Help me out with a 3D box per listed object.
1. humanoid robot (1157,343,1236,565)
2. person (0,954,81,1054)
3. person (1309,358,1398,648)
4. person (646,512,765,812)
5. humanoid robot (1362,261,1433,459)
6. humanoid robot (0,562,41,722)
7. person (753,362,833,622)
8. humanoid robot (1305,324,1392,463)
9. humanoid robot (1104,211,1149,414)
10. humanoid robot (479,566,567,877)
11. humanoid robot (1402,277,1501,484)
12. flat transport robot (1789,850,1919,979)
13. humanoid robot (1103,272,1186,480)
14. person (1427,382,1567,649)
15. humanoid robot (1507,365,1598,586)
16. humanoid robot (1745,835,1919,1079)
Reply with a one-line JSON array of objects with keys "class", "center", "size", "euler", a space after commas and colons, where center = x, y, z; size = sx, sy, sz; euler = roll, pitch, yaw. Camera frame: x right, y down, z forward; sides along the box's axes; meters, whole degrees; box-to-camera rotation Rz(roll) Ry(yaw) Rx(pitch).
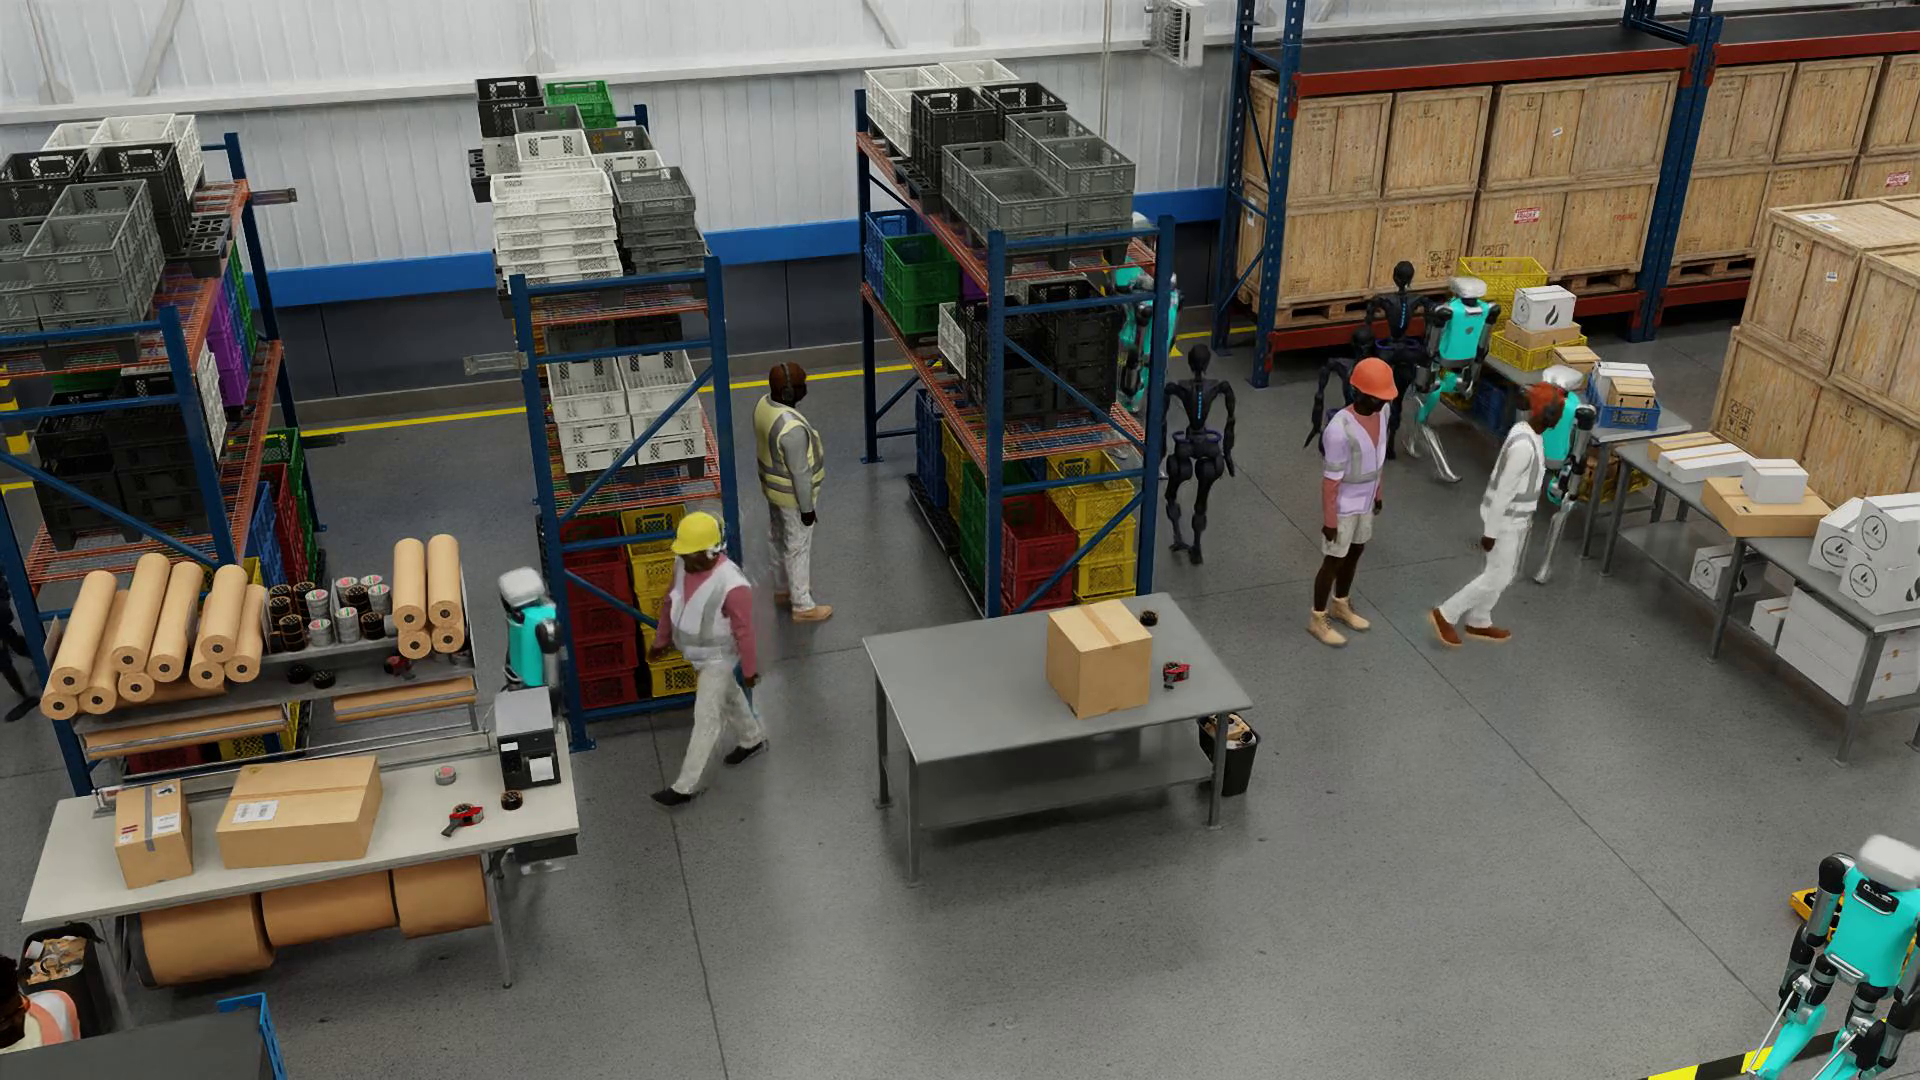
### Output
[{"class": "humanoid robot", "center": [1.669, -0.618, 11.818], "size": [0.589, 1.641, 0.355], "euler": [-1, 29, -1]}, {"class": "person", "center": [-3.398, 2.306, 6.205], "size": [0.361, 1.963, 0.614], "euler": [9, 30, 16]}, {"class": "person", "center": [2.561, -0.242, 10.781], "size": [0.608, 2.031, 0.405], "euler": [-26, 38, -38]}, {"class": "person", "center": [-1.483, 0.645, 9.414], "size": [0.899, 1.782, 0.601], "euler": [-21, 35, -34]}, {"class": "humanoid robot", "center": [3.463, -1.457, 13.338], "size": [0.590, 1.650, 0.391], "euler": [0, 29, 0]}, {"class": "humanoid robot", "center": [-5.888, 0.306, 10.149], "size": [0.462, 1.647, 0.593], "euler": [-15, 32, -26]}, {"class": "person", "center": [-1.116, -0.325, 11.120], "size": [0.429, 1.843, 0.626], "euler": [-14, 32, -24]}, {"class": "humanoid robot", "center": [2.804, -0.755, 12.080], "size": [0.601, 1.647, 0.460], "euler": [11, 31, 19]}, {"class": "humanoid robot", "center": [1.531, -1.812, 14.011], "size": [0.684, 1.876, 0.545], "euler": [22, 35, 34]}, {"class": "humanoid robot", "center": [-2.399, 1.008, 8.758], "size": [0.713, 1.755, 0.536], "euler": [-20, 34, -32]}, {"class": "humanoid robot", "center": [3.735, -1.315, 13.061], "size": [0.531, 1.737, 0.978], "euler": [-6, 29, -11]}, {"class": "flat transport robot", "center": [5.163, 1.916, 8.676], "size": [1.431, 0.231, 0.659], "euler": [-8, 30, -14]}, {"class": "humanoid robot", "center": [1.336, -1.310, 13.017], "size": [1.012, 1.735, 0.532], "euler": [24, 37, 36]}, {"class": "person", "center": [3.483, -0.156, 10.805], "size": [0.601, 1.849, 0.635], "euler": [12, 31, 21]}, {"class": "humanoid robot", "center": [4.104, -0.464, 11.470], "size": [0.562, 1.743, 0.851], "euler": [21, 35, 33]}, {"class": "humanoid robot", "center": [3.503, 2.015, 6.836], "size": [0.735, 1.673, 0.533], "euler": [-16, 33, -27]}]
